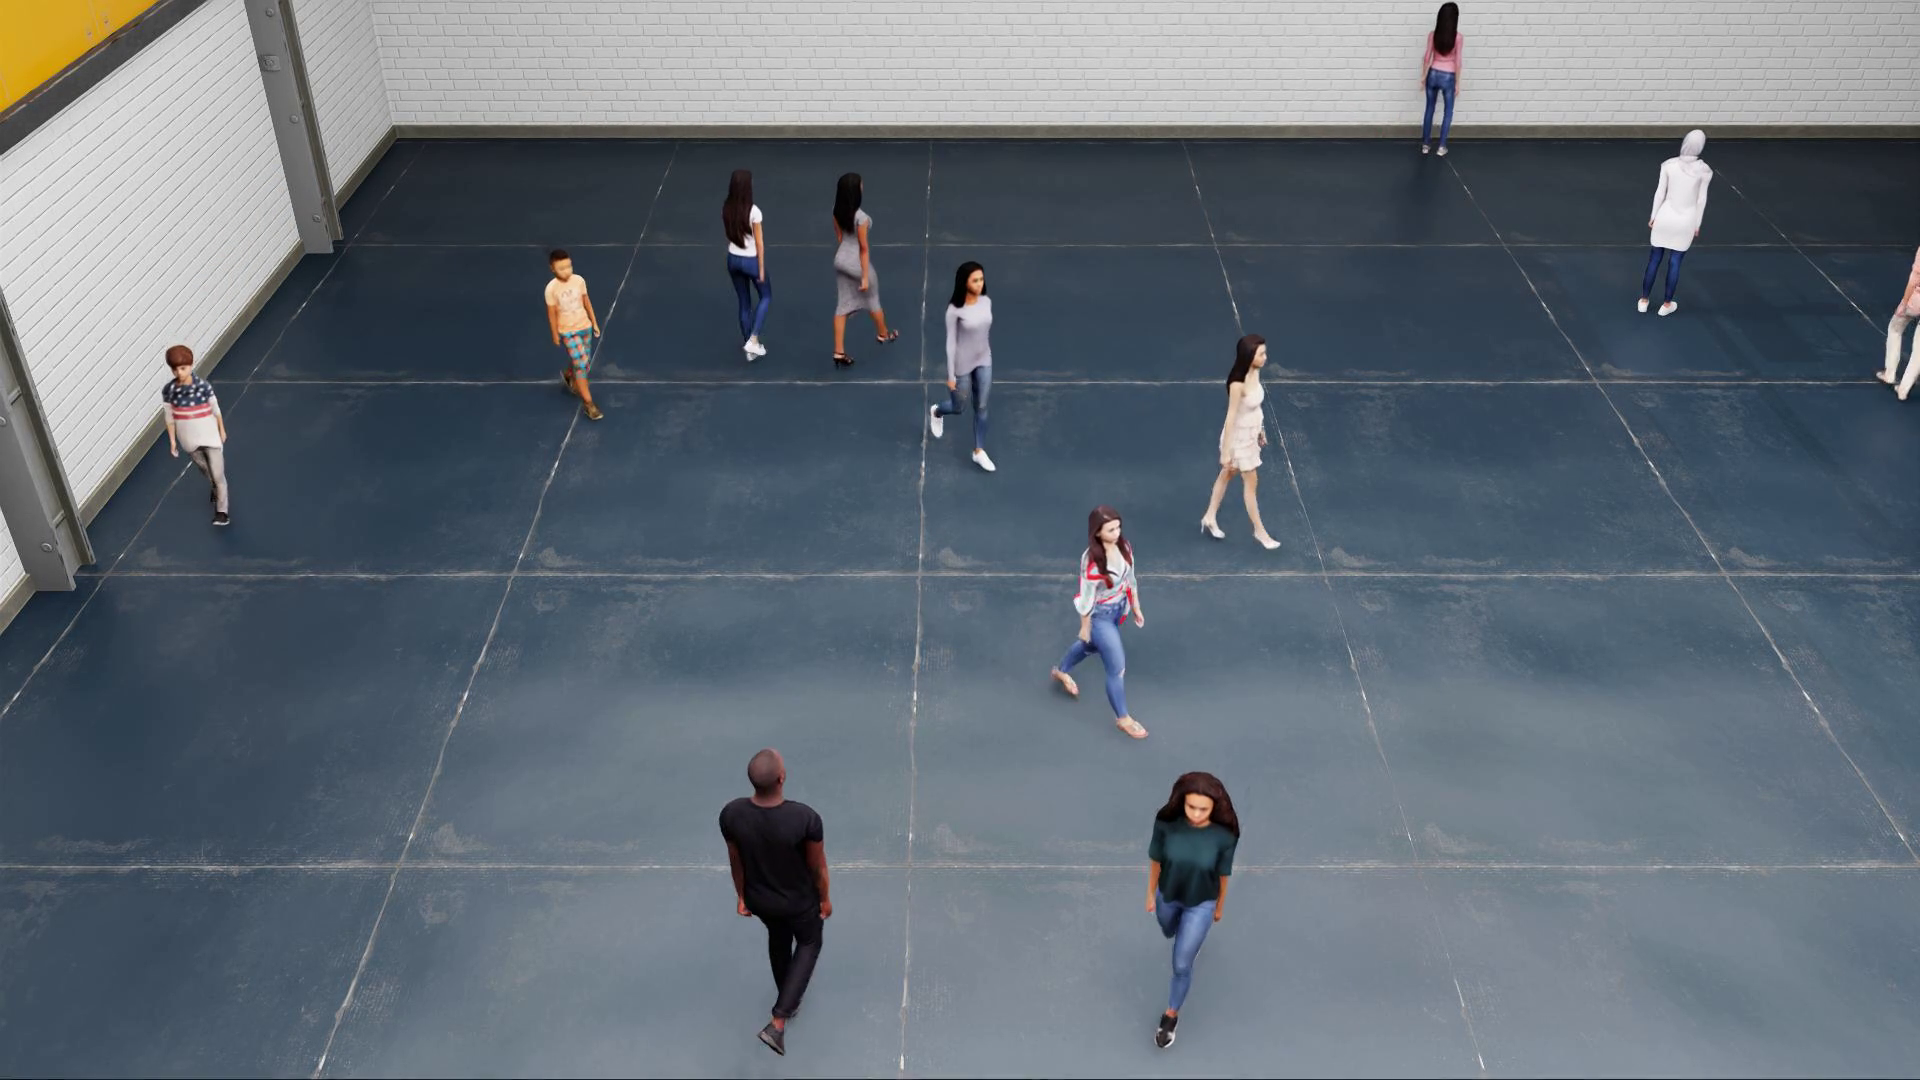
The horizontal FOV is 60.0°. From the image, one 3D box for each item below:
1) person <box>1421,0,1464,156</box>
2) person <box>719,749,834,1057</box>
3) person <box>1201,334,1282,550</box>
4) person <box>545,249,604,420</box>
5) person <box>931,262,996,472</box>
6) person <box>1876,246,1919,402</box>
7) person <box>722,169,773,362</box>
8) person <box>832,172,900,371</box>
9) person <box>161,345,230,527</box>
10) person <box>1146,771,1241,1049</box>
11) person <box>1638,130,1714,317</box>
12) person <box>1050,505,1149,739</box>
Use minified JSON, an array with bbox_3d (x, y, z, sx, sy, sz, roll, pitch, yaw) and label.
[{"bbox_3d":[5.467,-5.245,18.974,0.722,1.741,0.738,19,38,26],"label":"person"},{"bbox_3d":[-0.909,1.837,8.263,0.815,1.803,1.010,8,34,11],"label":"person"},{"bbox_3d":[1.972,-0.743,12.226,0.888,1.714,0.910,16,37,22],"label":"person"},{"bbox_3d":[-3.288,-1.790,14.045,0.928,1.442,0.997,-28,43,-36],"label":"person"},{"bbox_3d":[0.016,-1.411,13.227,0.956,1.717,1.085,-22,40,-30],"label":"person"},{"bbox_3d":[8.196,-1.965,14.066,0.674,1.712,0.705,6,34,9],"label":"person"},{"bbox_3d":[-1.930,-2.372,14.634,0.726,1.760,0.795,17,37,24],"label":"person"},{"bbox_3d":[-0.996,-2.307,14.548,0.999,1.748,1.101,25,41,33],"label":"person"},{"bbox_3d":[-5.791,-0.840,12.653,0.628,1.401,0.982,-5,34,-8],"label":"person"},{"bbox_3d":[1.171,1.784,8.533,0.854,1.592,1.126,13,36,18],"label":"person"},{"bbox_3d":[6.656,-2.950,15.490,0.694,1.775,0.709,20,39,27],"label":"person"},{"bbox_3d":[0.855,0.450,10.554,1.055,1.576,1.066,24,40,31],"label":"person"}]
